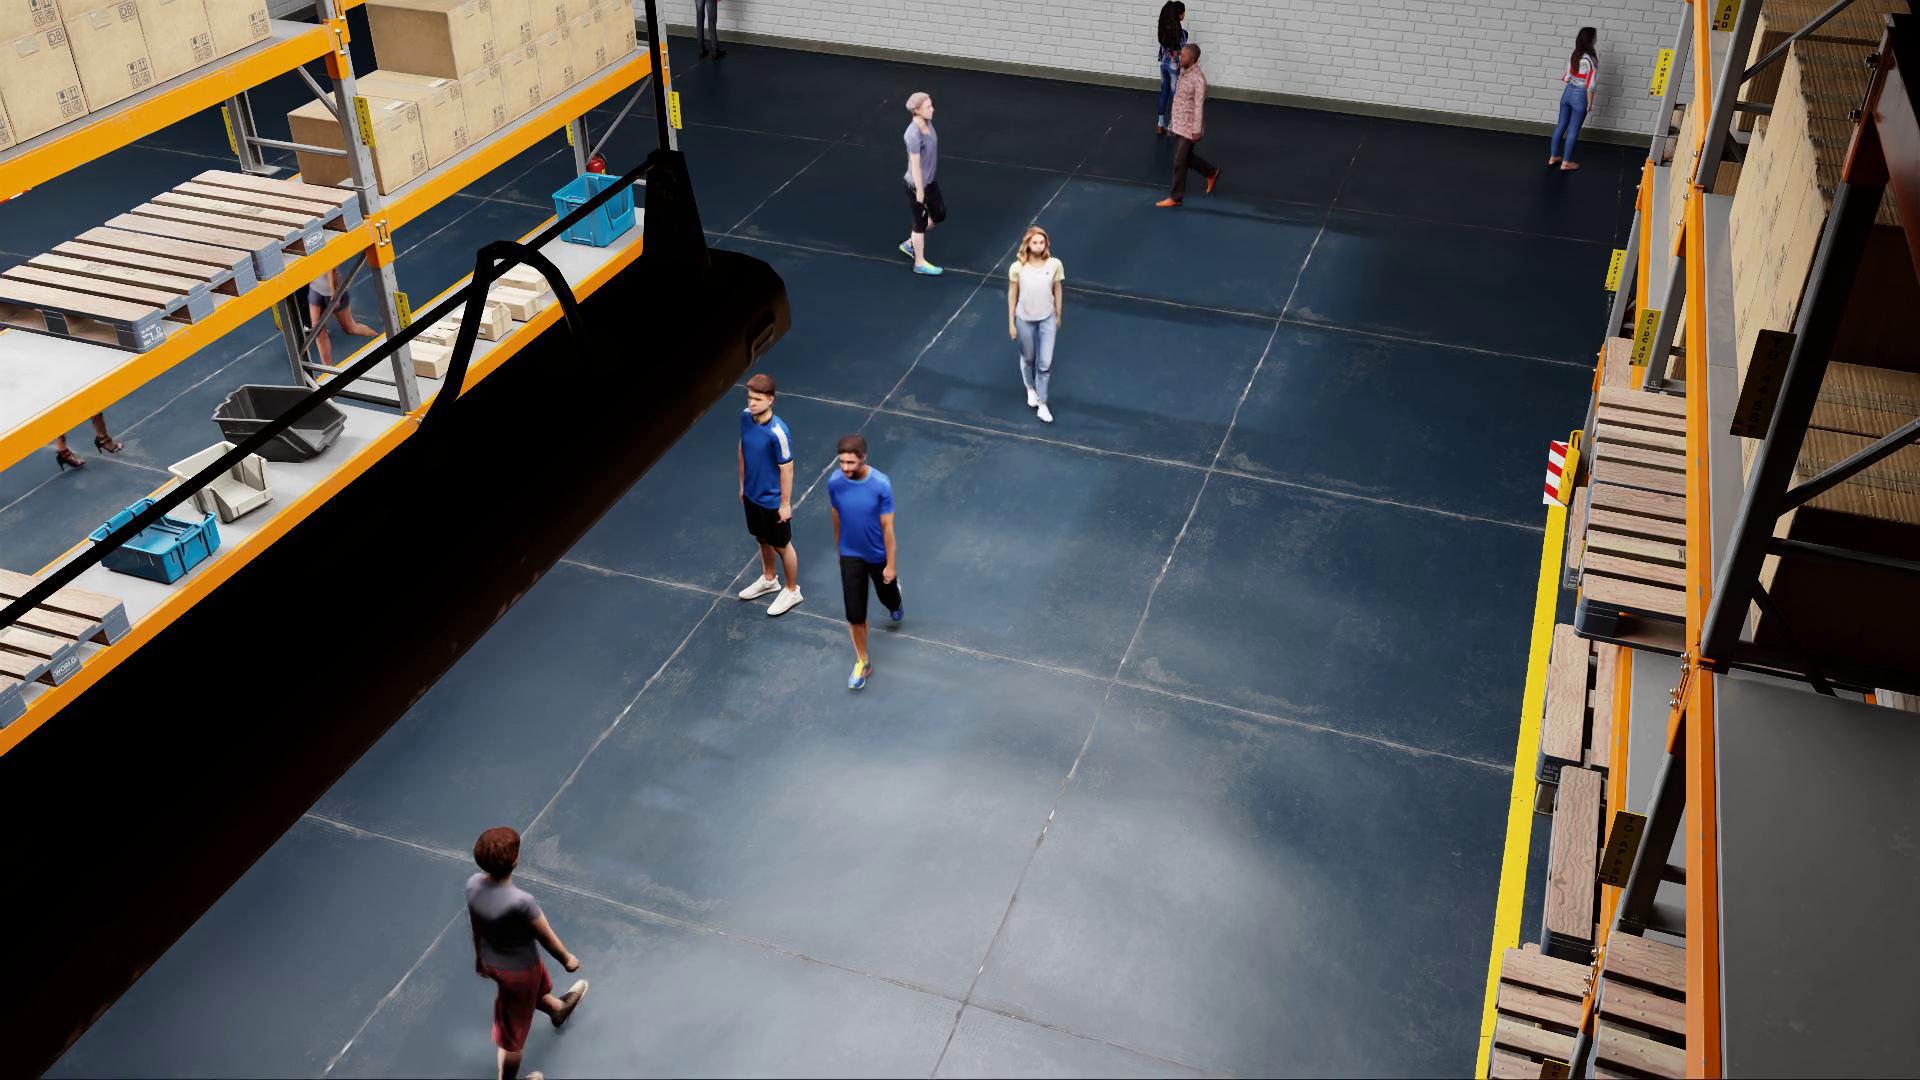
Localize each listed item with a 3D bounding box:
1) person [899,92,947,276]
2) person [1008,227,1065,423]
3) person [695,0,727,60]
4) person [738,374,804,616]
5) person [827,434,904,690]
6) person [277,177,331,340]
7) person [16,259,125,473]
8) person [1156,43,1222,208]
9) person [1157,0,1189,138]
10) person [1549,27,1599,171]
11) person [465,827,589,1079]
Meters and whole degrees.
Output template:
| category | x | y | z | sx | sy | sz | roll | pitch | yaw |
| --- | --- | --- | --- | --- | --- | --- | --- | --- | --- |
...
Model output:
| category | x | y | z | sx | sy | sz | roll | pitch | yaw |
| --- | --- | --- | --- | --- | --- | --- | --- | --- | --- |
| person | -0.461 | -3.551 | 16.580 | 0.758 | 1.878 | 0.667 | 8 | 35 | 12 |
| person | 0.620 | -1.916 | 14.278 | 0.882 | 1.705 | 1.010 | -5 | 34 | -7 |
| person | -3.461 | -7.433 | 22.507 | 0.645 | 1.782 | 0.518 | 13 | 36 | 18 |
| person | -1.353 | -0.340 | 11.762 | 0.742 | 1.866 | 0.720 | 28 | 43 | 35 |
| person | -0.604 | 0.055 | 11.192 | 0.735 | 1.838 | 1.177 | 7 | 34 | 10 |
| person | -6.155 | -2.553 | 15.340 | 0.727 | 1.589 | 0.719 | 17 | 37 | 24 |
| person | -7.349 | -1.358 | 13.360 | 0.735 | 1.791 | 0.827 | 22 | 40 | 30 |
| person | 2.564 | -4.505 | 18.104 | 1.091 | 1.782 | 1.106 | -7 | 34 | -11 |
| person | 2.559 | -5.681 | 20.022 | 0.723 | 1.616 | 0.694 | -21 | 39 | -29 |
| person | 7.082 | -5.088 | 19.134 | 0.713 | 1.611 | 0.657 | -15 | 37 | -22 |
| person | -2.263 | 2.170 | 8.210 | 0.774 | 1.616 | 1.100 | 21 | 39 | 29 |
